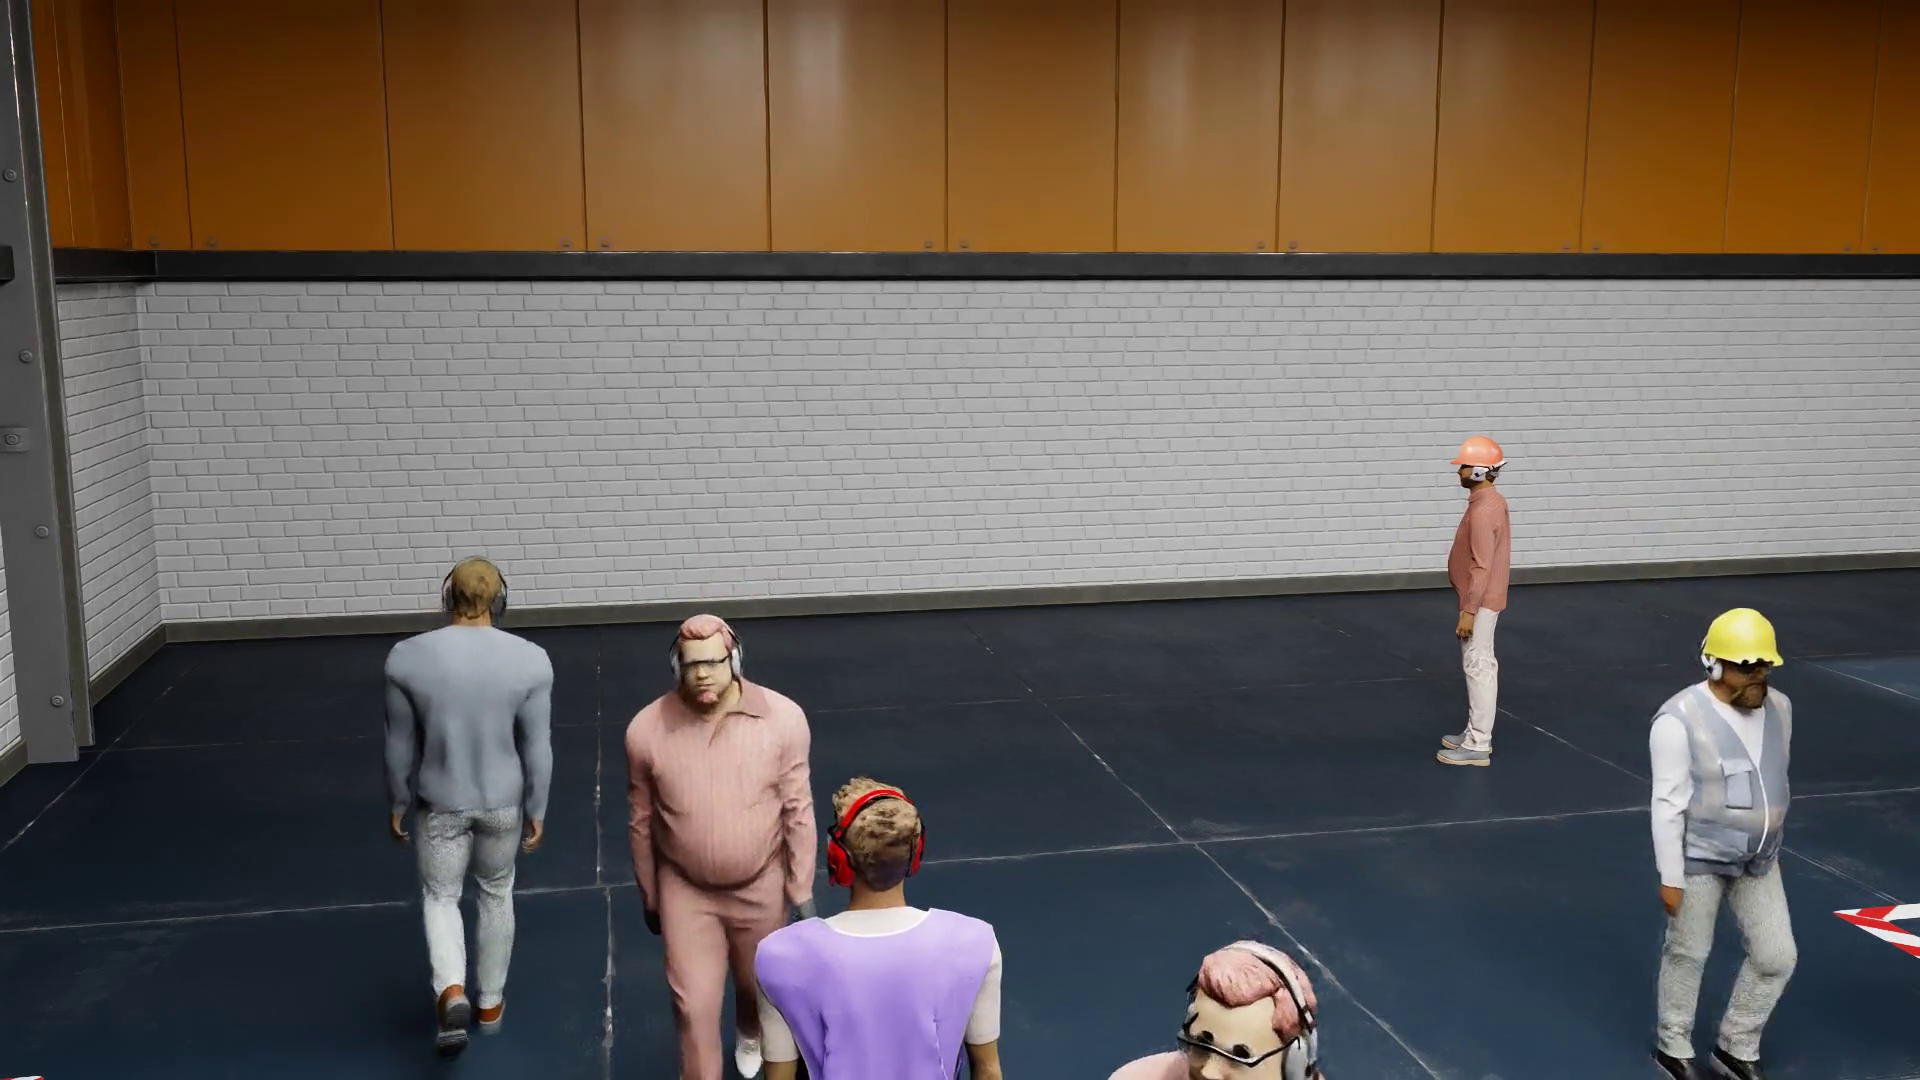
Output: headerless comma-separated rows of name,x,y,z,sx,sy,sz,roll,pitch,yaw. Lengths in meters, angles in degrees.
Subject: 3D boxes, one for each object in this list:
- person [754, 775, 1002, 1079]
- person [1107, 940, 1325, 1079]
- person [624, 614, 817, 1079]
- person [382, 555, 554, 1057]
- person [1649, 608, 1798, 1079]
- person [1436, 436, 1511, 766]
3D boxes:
person,-0.179,1.463,3.838,0.570,1.849,0.380,-2,9,-10
person,0.495,1.589,2.935,0.665,1.892,0.541,7,12,37
person,-0.815,1.148,5.709,0.634,1.871,0.876,-2,9,-10
person,-1.855,1.022,6.339,0.642,1.914,0.699,-3,10,-17
person,2.756,1.138,5.932,0.618,1.810,0.554,-3,10,-17
person,3.126,0.367,10.078,0.378,1.995,0.609,4,10,24
